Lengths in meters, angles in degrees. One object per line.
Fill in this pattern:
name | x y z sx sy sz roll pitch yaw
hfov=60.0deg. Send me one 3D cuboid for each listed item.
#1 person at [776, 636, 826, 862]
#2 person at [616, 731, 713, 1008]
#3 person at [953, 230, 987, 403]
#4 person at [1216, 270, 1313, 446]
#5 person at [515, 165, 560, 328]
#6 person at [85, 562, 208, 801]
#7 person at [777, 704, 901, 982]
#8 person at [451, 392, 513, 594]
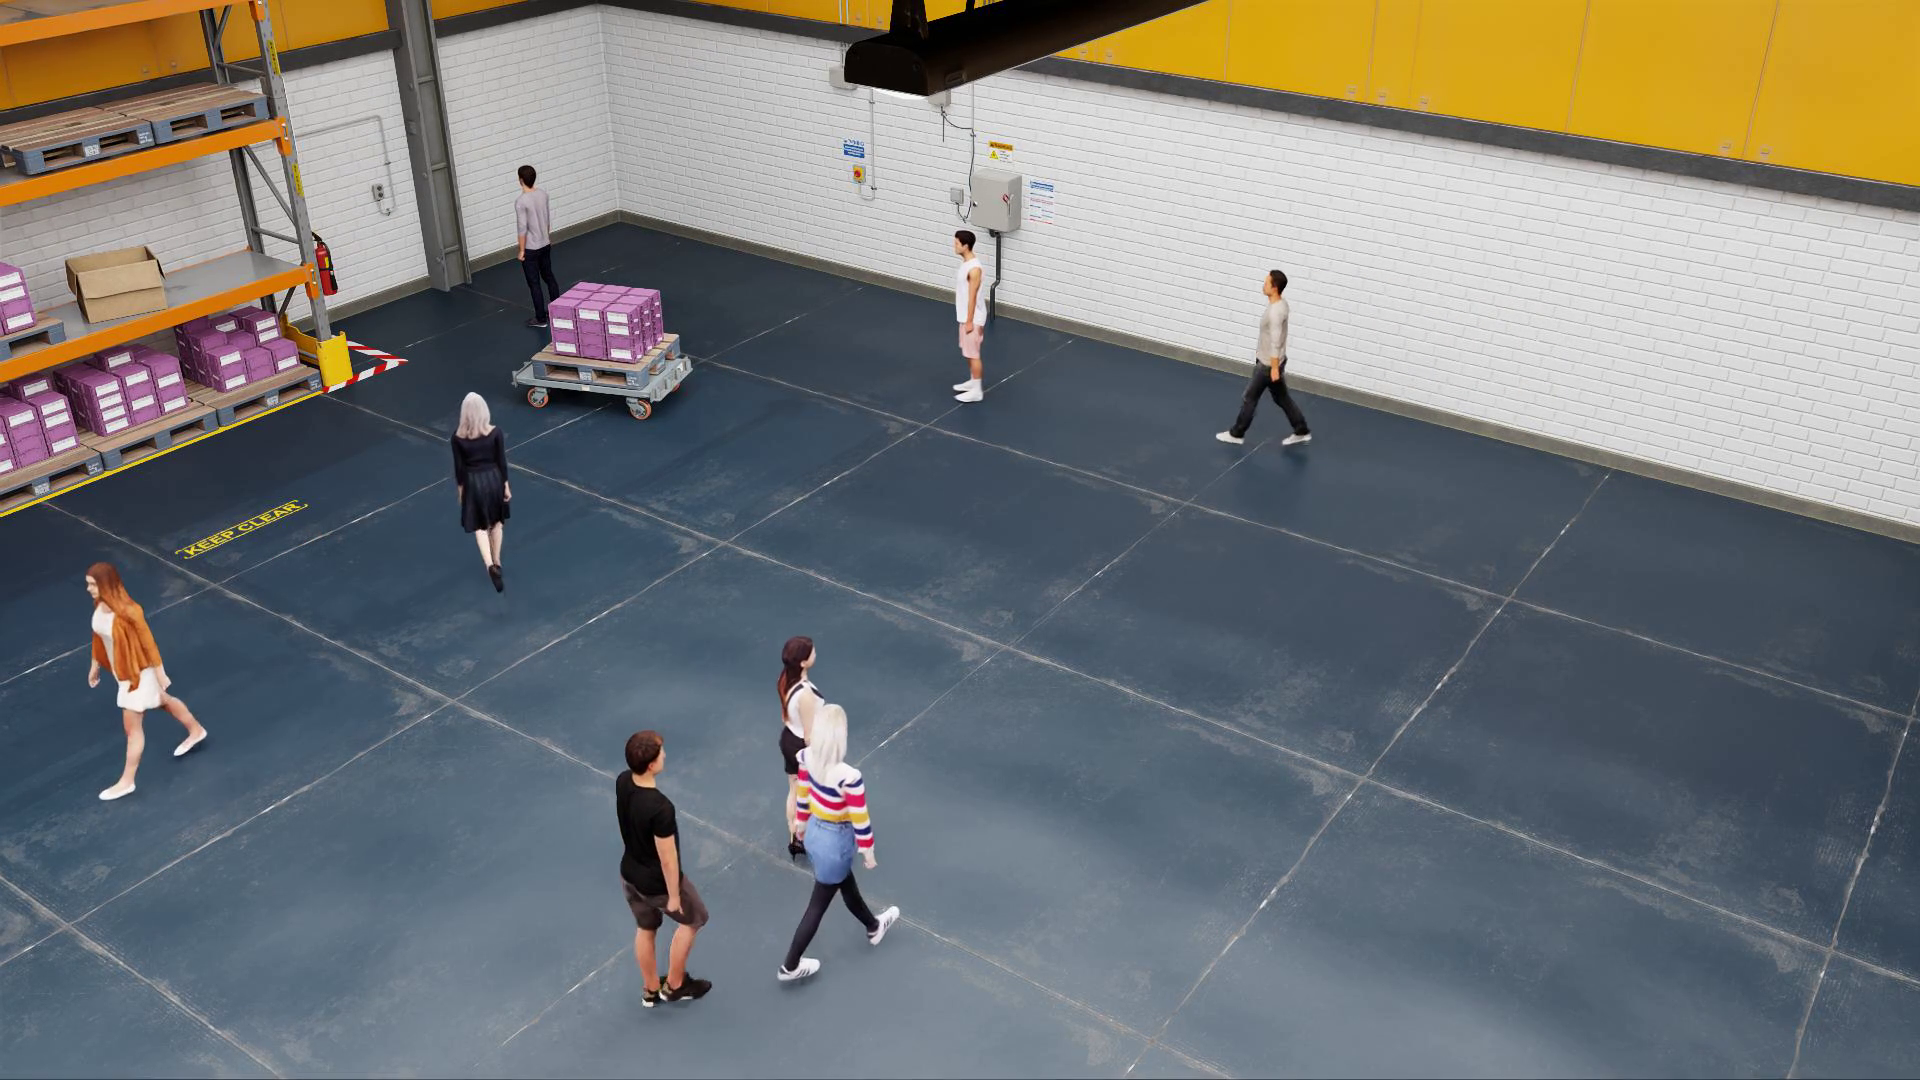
person | -1.053 1.350 10.422 0.676 1.639 0.663 -17 33 -29
person | -1.781 1.878 9.235 0.693 1.850 0.657 25 37 37
person | 0.127 -2.292 16.952 0.786 1.780 0.721 -4 29 -7
person | 3.066 -1.682 15.847 1.018 1.768 1.186 6 29 12
person | -4.791 -3.333 18.795 0.743 1.844 0.516 14 32 24
person | -5.532 0.853 11.299 0.598 1.674 1.093 19 34 30
person | -0.811 1.790 9.492 1.171 1.758 0.857 -22 36 -35
person | -3.830 -0.342 13.435 1.004 1.725 1.003 -8 30 -15
